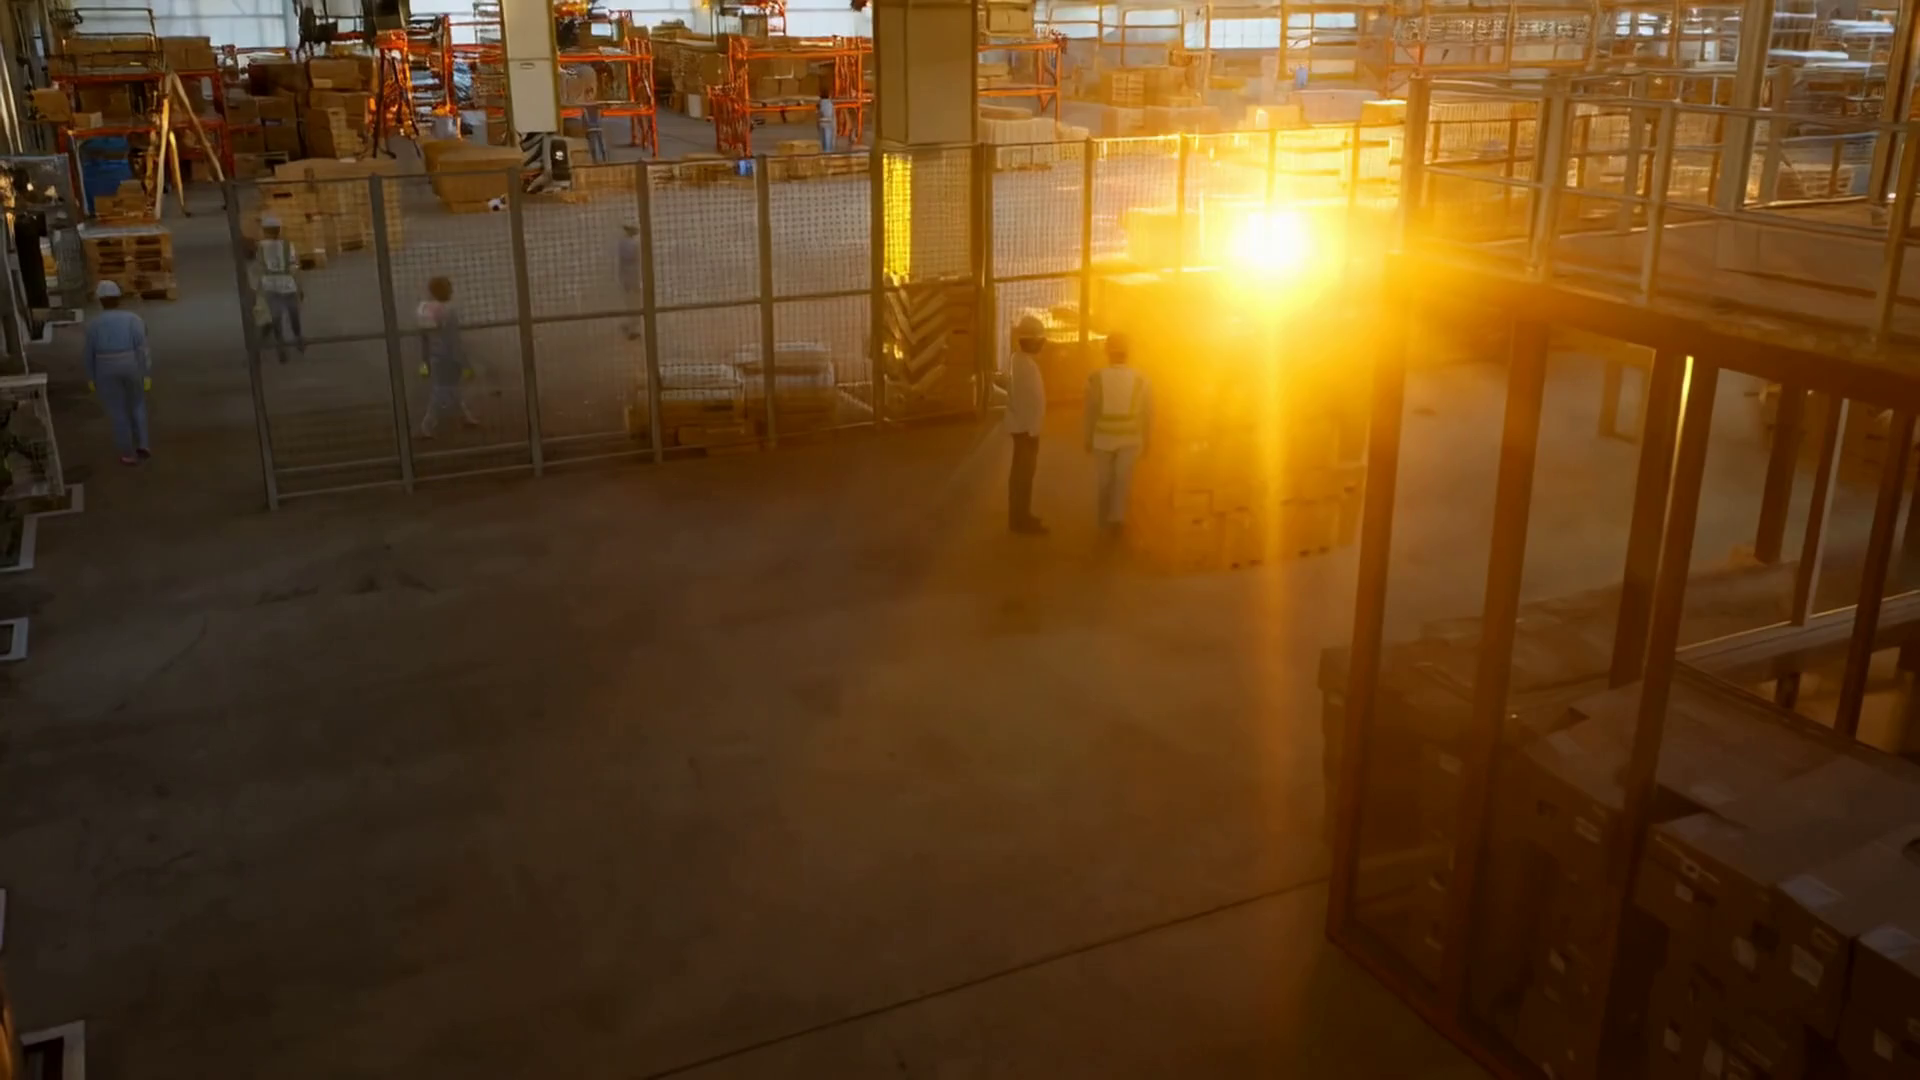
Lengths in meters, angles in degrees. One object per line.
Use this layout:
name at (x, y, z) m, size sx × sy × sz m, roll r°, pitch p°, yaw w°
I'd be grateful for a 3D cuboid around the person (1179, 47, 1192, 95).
person at (8.951, -18.693, 66.312) m, size 0.598 × 1.929 × 0.998 m, roll -8°, pitch 21°, yaw -23°

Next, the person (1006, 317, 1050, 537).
person at (0.605, -1.022, 14.970) m, size 0.381 × 1.994 × 0.622 m, roll -4°, pitch 19°, yaw -11°

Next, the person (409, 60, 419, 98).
person at (-20.239, -16.889, 61.501) m, size 0.522 × 1.640 × 0.306 m, roll -6°, pitch 20°, yaw -18°

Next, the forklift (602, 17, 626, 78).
forklift at (-14.830, -21.538, 73.104) m, size 1.873 × 2.768 × 1.129 m, roll -3°, pitch 19°, yaw -9°

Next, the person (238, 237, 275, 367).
person at (-8.989, -3.017, 21.208) m, size 0.379 × 1.681 × 0.558 m, roll -10°, pitch 21°, yaw -27°

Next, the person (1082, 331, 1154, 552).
person at (1.388, -0.860, 14.651) m, size 0.635 × 1.904 × 0.847 m, roll 3°, pitch 19°, yaw 8°

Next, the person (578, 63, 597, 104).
person at (-12.826, -15.542, 57.232) m, size 0.660 × 1.895 × 0.809 m, roll 2°, pitch 19°, yaw 6°

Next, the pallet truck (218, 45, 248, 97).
pallet truck at (-28.879, -18.665, 66.111) m, size 0.823 × 1.965 × 1.885 m, roll -3°, pitch 19°, yaw -9°

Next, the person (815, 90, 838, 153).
person at (-3.543, -10.944, 43.966) m, size 0.635 × 1.840 × 0.429 m, roll -7°, pitch 20°, yaw -19°

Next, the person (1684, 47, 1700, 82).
person at (32.161, -20.778, 72.819) m, size 0.500 × 1.607 × 0.738 m, roll -12°, pitch 22°, yaw -30°

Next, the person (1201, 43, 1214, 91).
person at (10.225, -19.534, 68.724) m, size 0.373 × 1.936 × 0.627 m, roll -17°, pitch 25°, yaw -40°

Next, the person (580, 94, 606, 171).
person at (-9.282, -10.291, 42.032) m, size 0.597 × 1.878 × 0.352 m, roll -15°, pitch 24°, yaw -37°

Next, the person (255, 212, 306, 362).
person at (-8.912, -3.345, 21.854) m, size 0.593 × 1.889 × 0.963 m, roll -4°, pitch 19°, yaw -12°

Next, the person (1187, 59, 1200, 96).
person at (8.726, -17.068, 61.959) m, size 0.538 × 1.681 × 0.562 m, roll -8°, pitch 21°, yaw -23°

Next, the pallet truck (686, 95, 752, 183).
pallet truck at (-5.836, -9.608, 39.856) m, size 0.823 × 1.965 × 1.885 m, roll 10°, pitch 22°, yaw 27°

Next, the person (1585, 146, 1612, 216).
person at (10.888, -5.833, 28.888) m, size 0.822 × 2.019 × 0.610 m, roll 18°, pitch 26°, yaw 41°

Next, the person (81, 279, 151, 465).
person at (-8.709, -1.748, 17.218) m, size 0.602 × 1.904 × 0.685 m, roll -12°, pitch 22°, yaw -31°

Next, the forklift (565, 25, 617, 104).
forklift at (-14.055, -17.891, 62.534) m, size 1.873 × 2.768 × 1.129 m, roll -9°, pitch 21°, yaw -25°

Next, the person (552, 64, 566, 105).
person at (-13.932, -15.675, 57.621) m, size 0.653 × 1.884 × 1.041 m, roll -13°, pitch 23°, yaw -33°

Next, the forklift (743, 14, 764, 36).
forklift at (-9.687, -23.327, 78.290) m, size 1.129 × 2.768 × 1.873 m, roll -9°, pitch 21°, yaw -25°

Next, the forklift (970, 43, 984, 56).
forklift at (0.340, -24.070, 80.446) m, size 1.129 × 2.768 × 1.873 m, roll -9°, pitch 21°, yaw -25°

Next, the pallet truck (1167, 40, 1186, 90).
pallet truck at (9.045, -19.971, 69.895) m, size 0.823 × 1.965 × 1.885 m, roll -3°, pitch 19°, yaw -8°

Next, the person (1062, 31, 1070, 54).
person at (5.186, -23.370, 79.775) m, size 0.849 × 1.964 × 0.635 m, roll -8°, pitch 21°, yaw -22°

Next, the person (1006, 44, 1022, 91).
person at (2.156, -19.576, 68.925) m, size 0.845 × 1.892 × 0.598 m, roll 11°, pitch 22°, yaw 30°

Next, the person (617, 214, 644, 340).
person at (-4.487, -3.587, 22.774) m, size 0.553 × 1.749 × 0.403 m, roll 15°, pitch 24°, yaw 36°

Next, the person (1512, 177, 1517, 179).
person at (8.474, -4.677, 25.754) m, size 0.513 × 1.872 × 0.328 m, roll -6°, pitch 20°, yaw -16°

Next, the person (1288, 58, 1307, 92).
person at (11.935, -16.018, 58.620) m, size 1.018 × 1.890 × 0.542 m, roll -15°, pitch 24°, yaw -37°

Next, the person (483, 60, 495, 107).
person at (-17.356, -16.778, 61.109) m, size 0.828 × 1.692 × 0.502 m, roll 18°, pitch 26°, yaw 42°

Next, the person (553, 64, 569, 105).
person at (-13.521, -15.251, 56.492) m, size 0.905 × 1.805 × 0.546 m, roll 9°, pitch 21°, yaw 24°

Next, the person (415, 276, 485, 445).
person at (-5.596, -1.948, 17.973) m, size 0.643 × 1.797 × 0.965 m, roll 14°, pitch 23°, yaw 34°
